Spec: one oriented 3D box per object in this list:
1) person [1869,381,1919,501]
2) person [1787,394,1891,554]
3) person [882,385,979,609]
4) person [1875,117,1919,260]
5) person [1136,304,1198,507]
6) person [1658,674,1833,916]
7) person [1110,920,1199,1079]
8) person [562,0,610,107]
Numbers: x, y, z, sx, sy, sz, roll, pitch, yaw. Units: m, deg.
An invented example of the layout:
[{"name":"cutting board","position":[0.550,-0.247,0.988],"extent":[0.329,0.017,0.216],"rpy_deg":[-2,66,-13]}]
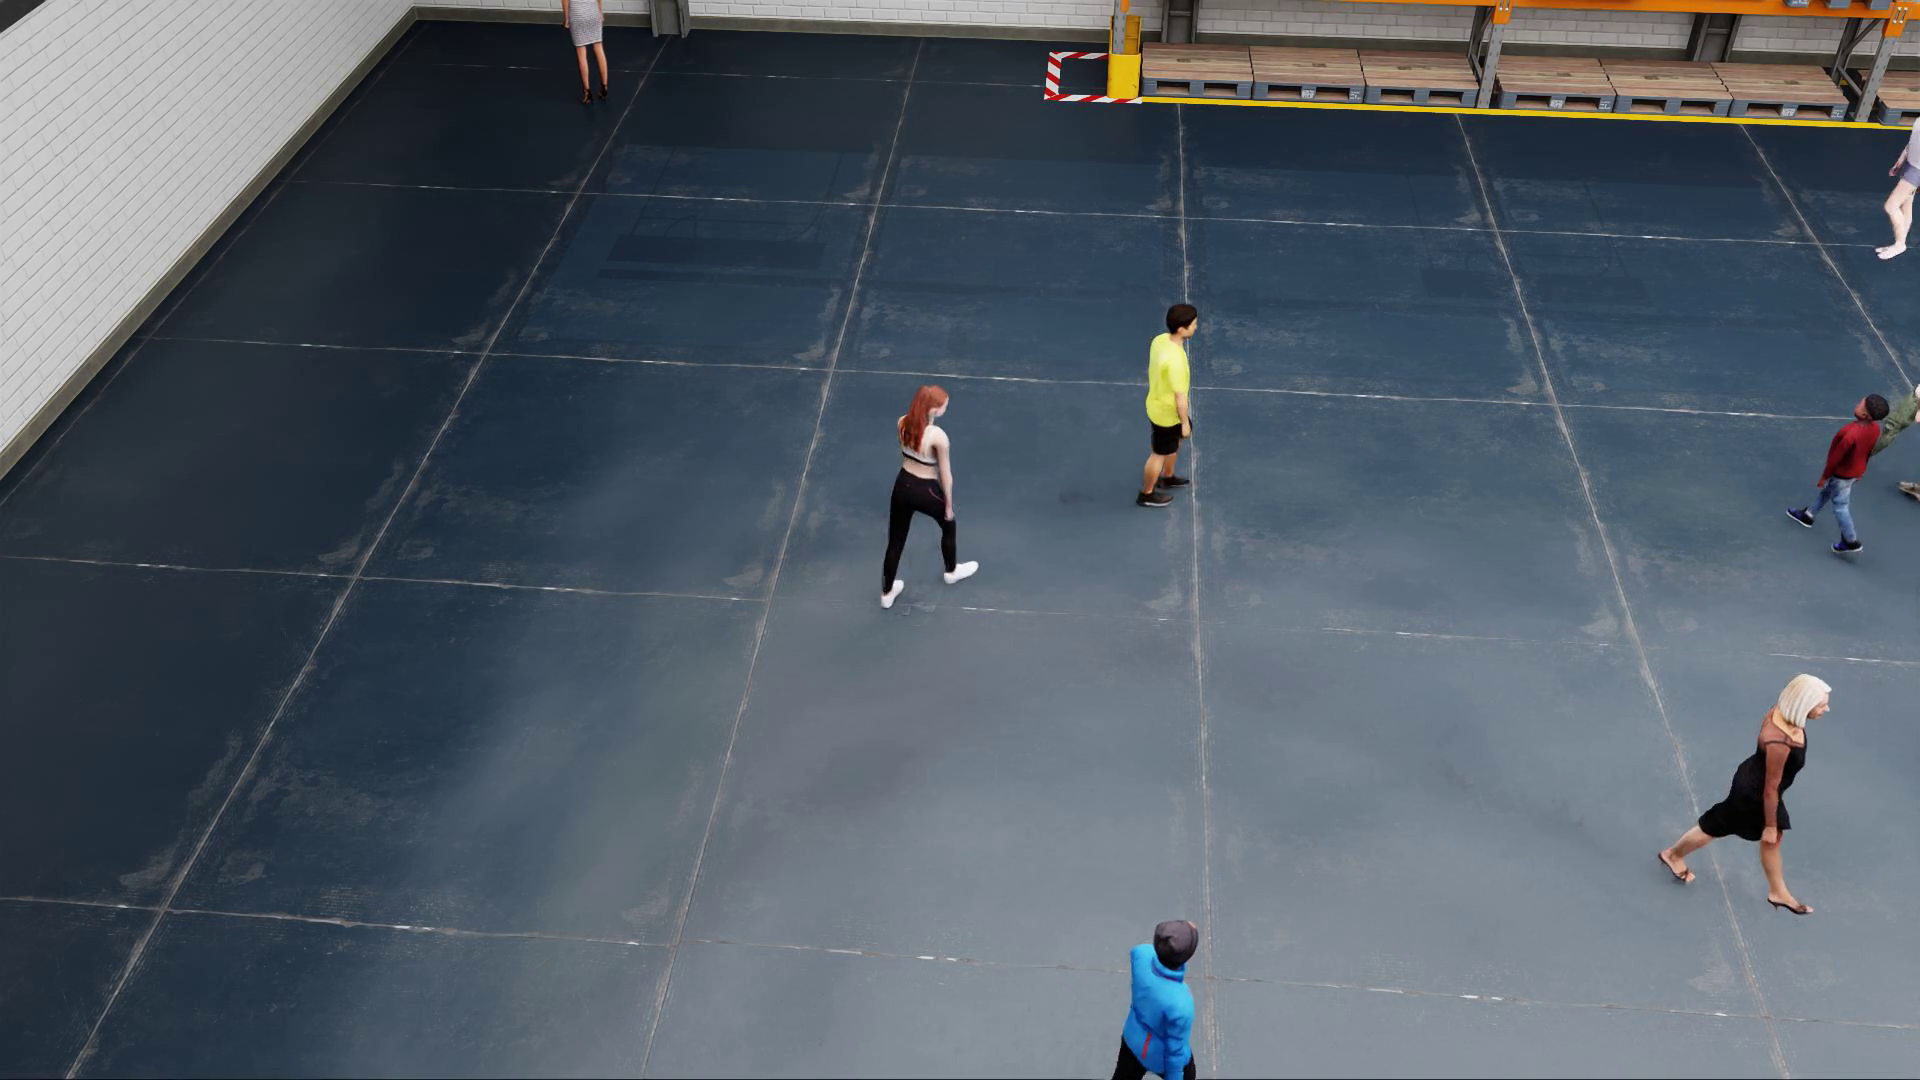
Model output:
[{"name":"person","position":[7.196,-0.983,12.185],"extent":[1.067,1.618,1.073],"rpy_deg":[-24,44,-27]},{"name":"person","position":[6.358,-0.465,11.841],"extent":[0.869,1.238,0.868],"rpy_deg":[-22,43,-25]},{"name":"person","position":[-0.309,-0.252,11.189],"extent":[0.973,1.718,0.947],"rpy_deg":[18,42,21]},{"name":"person","position":[8.768,-3.359,15.053],"extent":[0.620,1.752,0.589],"rpy_deg":[6,39,8]},{"name":"person","position":[1.427,-0.957,12.093],"extent":[0.759,1.692,0.726],"rpy_deg":[-5,39,-7]},{"name":"person","position":[4.298,1.374,9.175],"extent":[1.169,1.691,0.978],"rpy_deg":[24,44,27]},{"name":"person","position":[0.834,2.415,7.809],"extent":[1.211,1.768,1.035],"rpy_deg":[-20,43,-23]},{"name":"person","position":[-3.993,-5.551,17.744],"extent":[0.644,1.818,0.737],"rpy_deg":[-20,43,-23]}]
